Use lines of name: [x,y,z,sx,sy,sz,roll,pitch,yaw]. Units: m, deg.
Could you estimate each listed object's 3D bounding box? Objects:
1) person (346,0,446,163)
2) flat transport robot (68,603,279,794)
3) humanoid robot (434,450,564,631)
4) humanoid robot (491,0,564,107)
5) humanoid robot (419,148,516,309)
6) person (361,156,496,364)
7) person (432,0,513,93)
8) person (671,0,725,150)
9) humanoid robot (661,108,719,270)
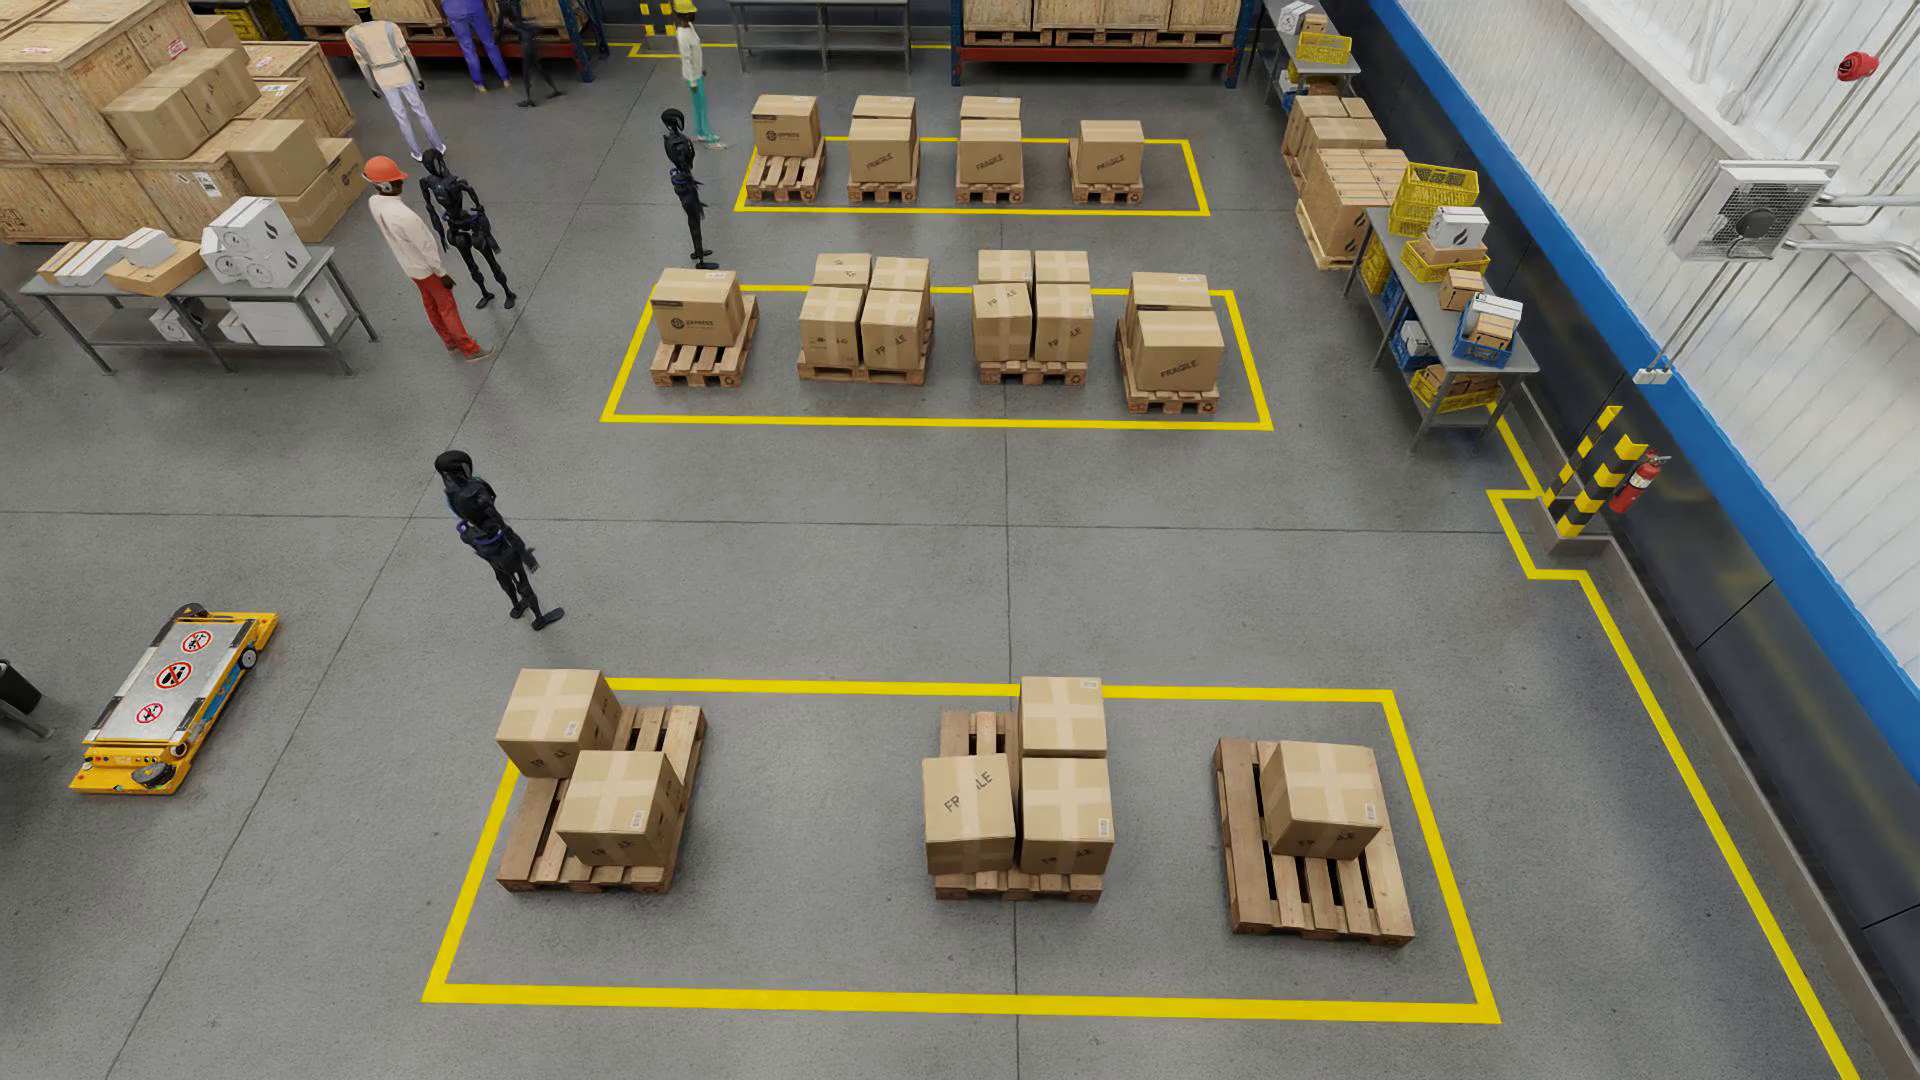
person: [-6.756,-5.508,10.941,0.592,1.925,0.364,-25,54,-19]
flat transport robot: [-5.504,1.072,6.442,0.652,0.197,1.431,1,50,1]
humanoid robot: [-3.272,-0.001,6.438,0.603,1.653,0.315,27,55,21]
humanoid robot: [-5.784,-6.571,12.021,0.731,1.624,0.596,-22,53,-18]
humanoid robot: [-4.842,-3.016,8.987,0.591,1.657,0.326,1,50,1]
person: [-4.880,-2.515,8.371,0.608,1.986,0.387,29,56,22]
person: [-6.605,-7.069,12.189,0.677,2.000,0.537,-21,53,-17]
person: [-3.215,-5.699,11.212,0.339,1.766,0.529,-4,50,-3]
humanoid robot: [-2.804,-3.642,9.516,0.324,1.658,0.601,-16,52,-13]
